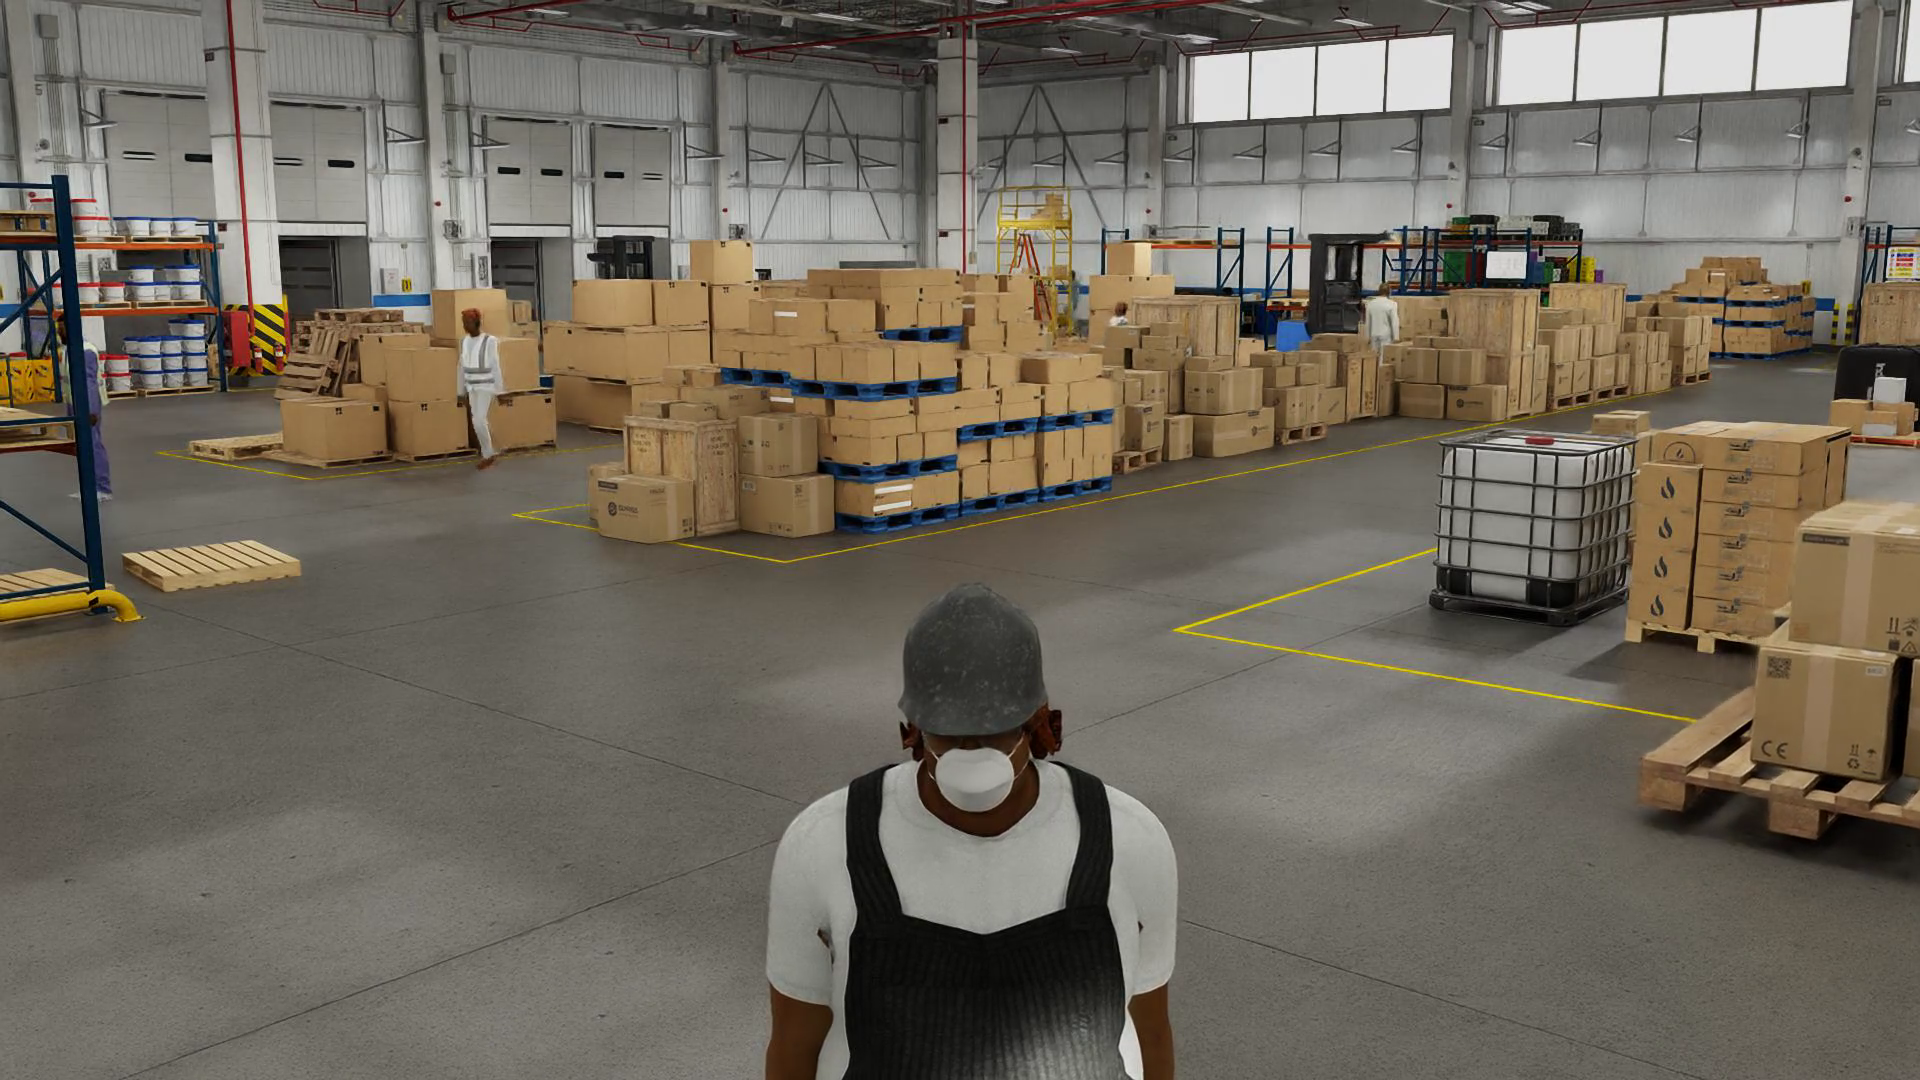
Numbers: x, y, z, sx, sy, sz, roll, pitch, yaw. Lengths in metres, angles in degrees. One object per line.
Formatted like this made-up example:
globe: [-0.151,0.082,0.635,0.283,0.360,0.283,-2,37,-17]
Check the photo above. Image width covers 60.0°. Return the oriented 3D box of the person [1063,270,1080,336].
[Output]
person: [3.231,-6.871,48.222,0.432,1.927,0.653,-4,11,-23]

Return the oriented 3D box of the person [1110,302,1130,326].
person: [2.780,-3.291,28.689,0.372,1.624,0.528,-6,11,-29]

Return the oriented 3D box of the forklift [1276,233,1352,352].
forklift: [7.256,-4.640,32.810,1.129,2.768,1.873,-7,12,-34]

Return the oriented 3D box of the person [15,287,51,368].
person: [-16.502,-3.604,29.773,0.557,1.890,0.985,5,11,29]

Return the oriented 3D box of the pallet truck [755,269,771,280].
pallet truck: [-4.996,-6.432,45.525,1.885,1.965,0.823,-6,12,-32]

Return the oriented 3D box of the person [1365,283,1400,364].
person: [7.563,-3.624,29.873,0.731,1.934,0.653,-9,13,-42]

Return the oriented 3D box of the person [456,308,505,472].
person: [-5.487,-1.694,18.901,0.621,1.867,0.502,6,12,33]

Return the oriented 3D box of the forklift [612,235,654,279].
forklift: [-7.297,-5.450,37.421,1.873,2.768,1.129,8,13,40]

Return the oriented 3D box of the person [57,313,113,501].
person: [-8.841,-1.345,16.820,0.602,1.911,0.384,9,13,41]
